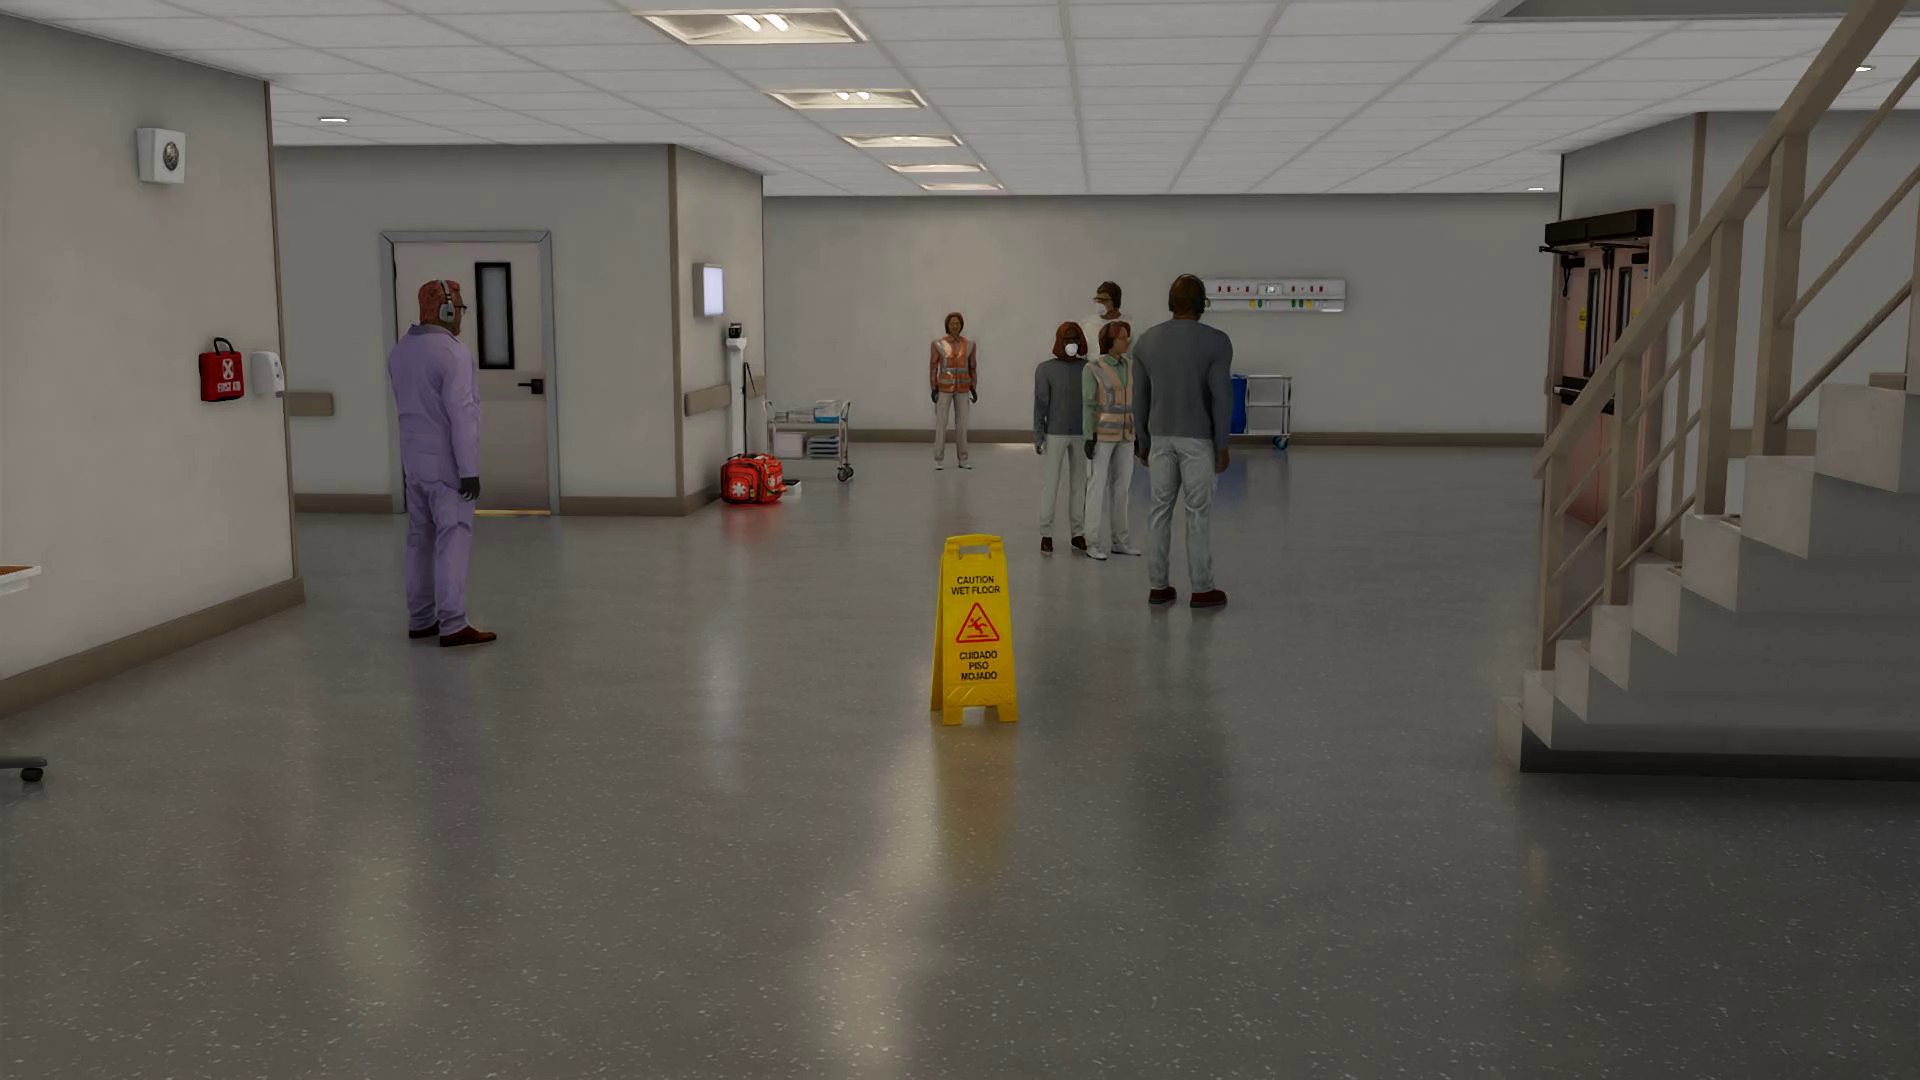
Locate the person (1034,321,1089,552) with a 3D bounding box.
[{"bbox_3d":[0.766,-0.728,11.791,0.507,1.632,0.268,-2,9,-15],"label":"person"}]

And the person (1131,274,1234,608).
[{"bbox_3d":[1.296,-0.573,9.706,0.629,1.940,0.376,6,10,33],"label":"person"}]

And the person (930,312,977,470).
[{"bbox_3d":[-0.069,-1.550,17.354,0.513,1.641,0.309,-2,9,-14],"label":"person"}]

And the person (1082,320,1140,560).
[{"bbox_3d":[1.051,-0.690,11.492,0.522,1.645,0.306,-6,10,-35],"label":"person"}]

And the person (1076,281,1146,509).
[{"bbox_3d":[1.256,-1.209,14.044,0.628,1.936,0.377,4,9,24],"label":"person"}]

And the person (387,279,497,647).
[{"bbox_3d":[-2.692,-0.401,8.685,0.646,1.900,0.399,8,11,42],"label":"person"}]
